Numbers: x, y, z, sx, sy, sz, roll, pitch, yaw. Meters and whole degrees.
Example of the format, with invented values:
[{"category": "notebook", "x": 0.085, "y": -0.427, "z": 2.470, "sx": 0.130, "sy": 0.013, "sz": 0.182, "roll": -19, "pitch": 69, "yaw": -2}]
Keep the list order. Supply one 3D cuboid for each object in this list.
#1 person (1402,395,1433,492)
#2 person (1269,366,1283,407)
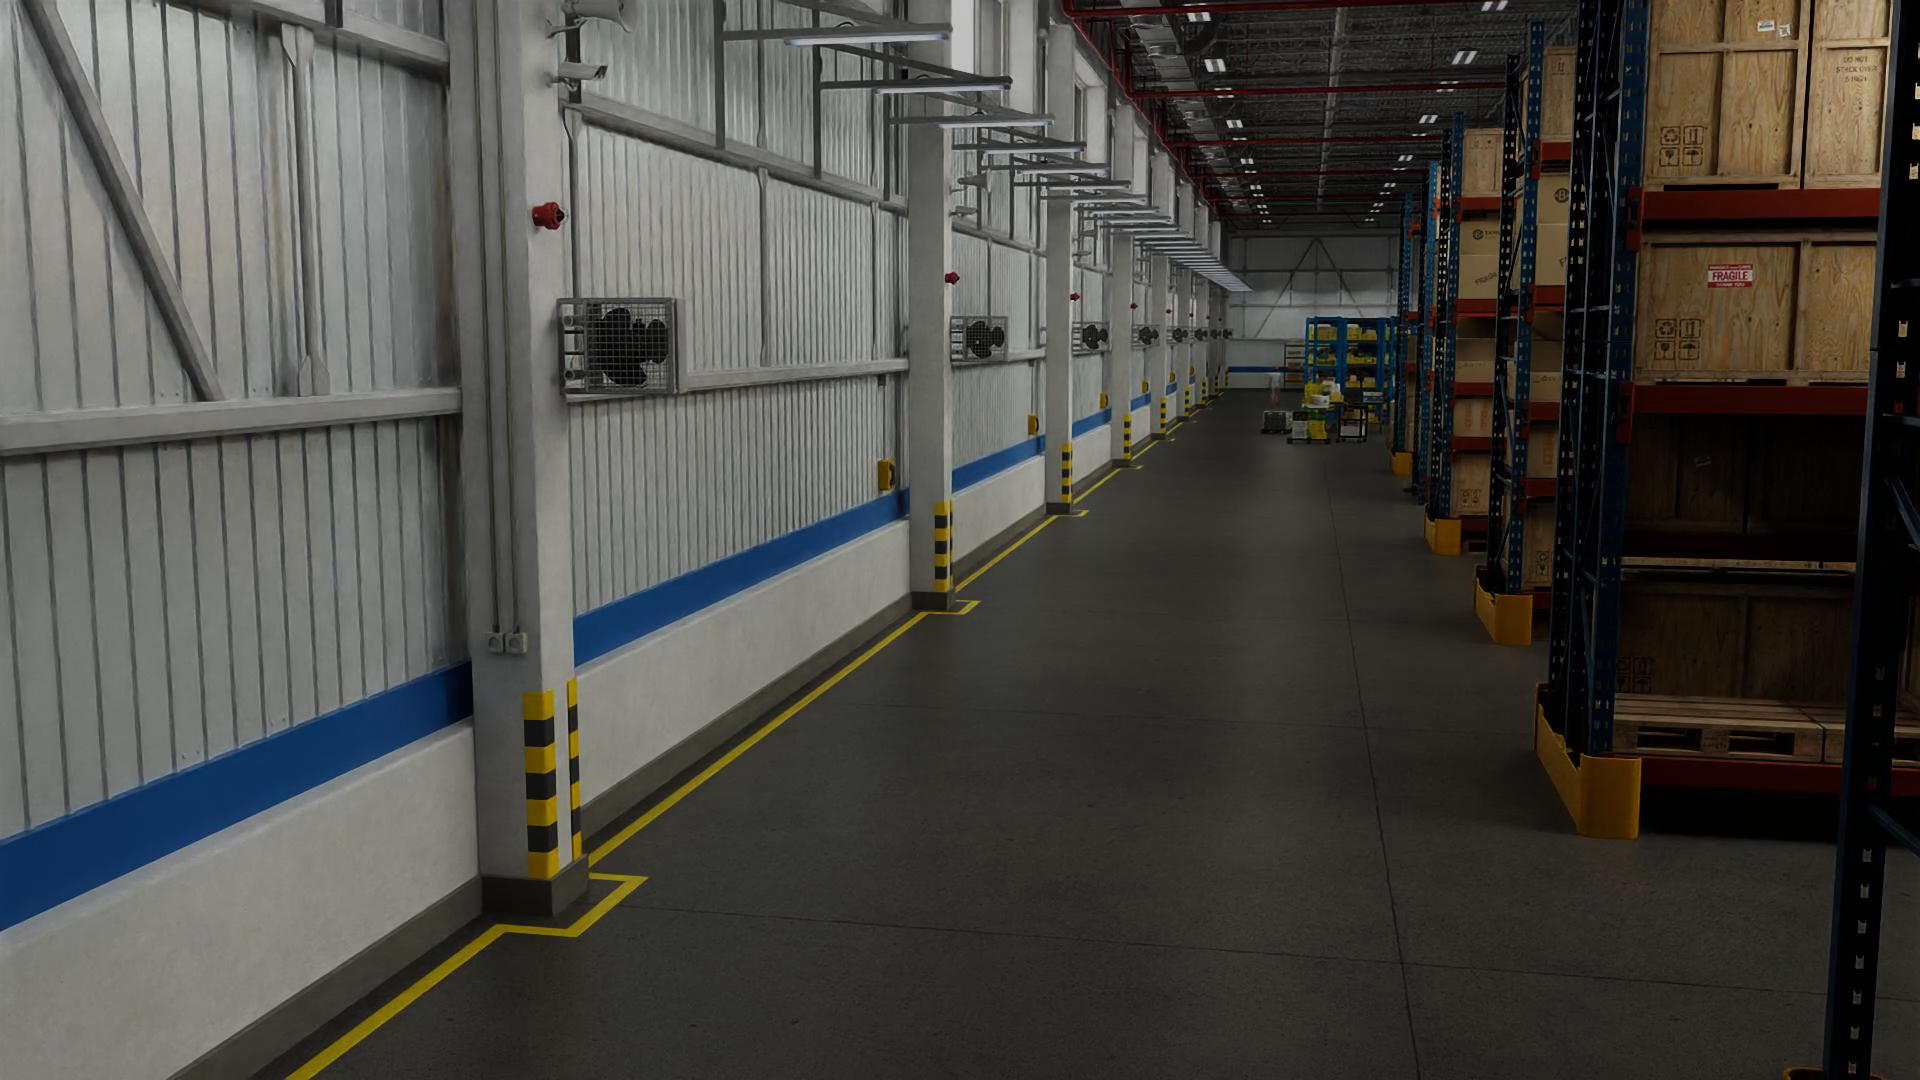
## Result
[{"category": "person", "x": 8.965, "y": -1.868, "z": 32.151, "sx": 0.735, "sy": 1.919, "sz": 0.640, "roll": 1, "pitch": 7, "yaw": 10}, {"category": "person", "x": 13.164, "y": -6.406, "z": 69.339, "sx": 0.566, "sy": 1.713, "sz": 0.885, "roll": 2, "pitch": 8, "yaw": 19}]
